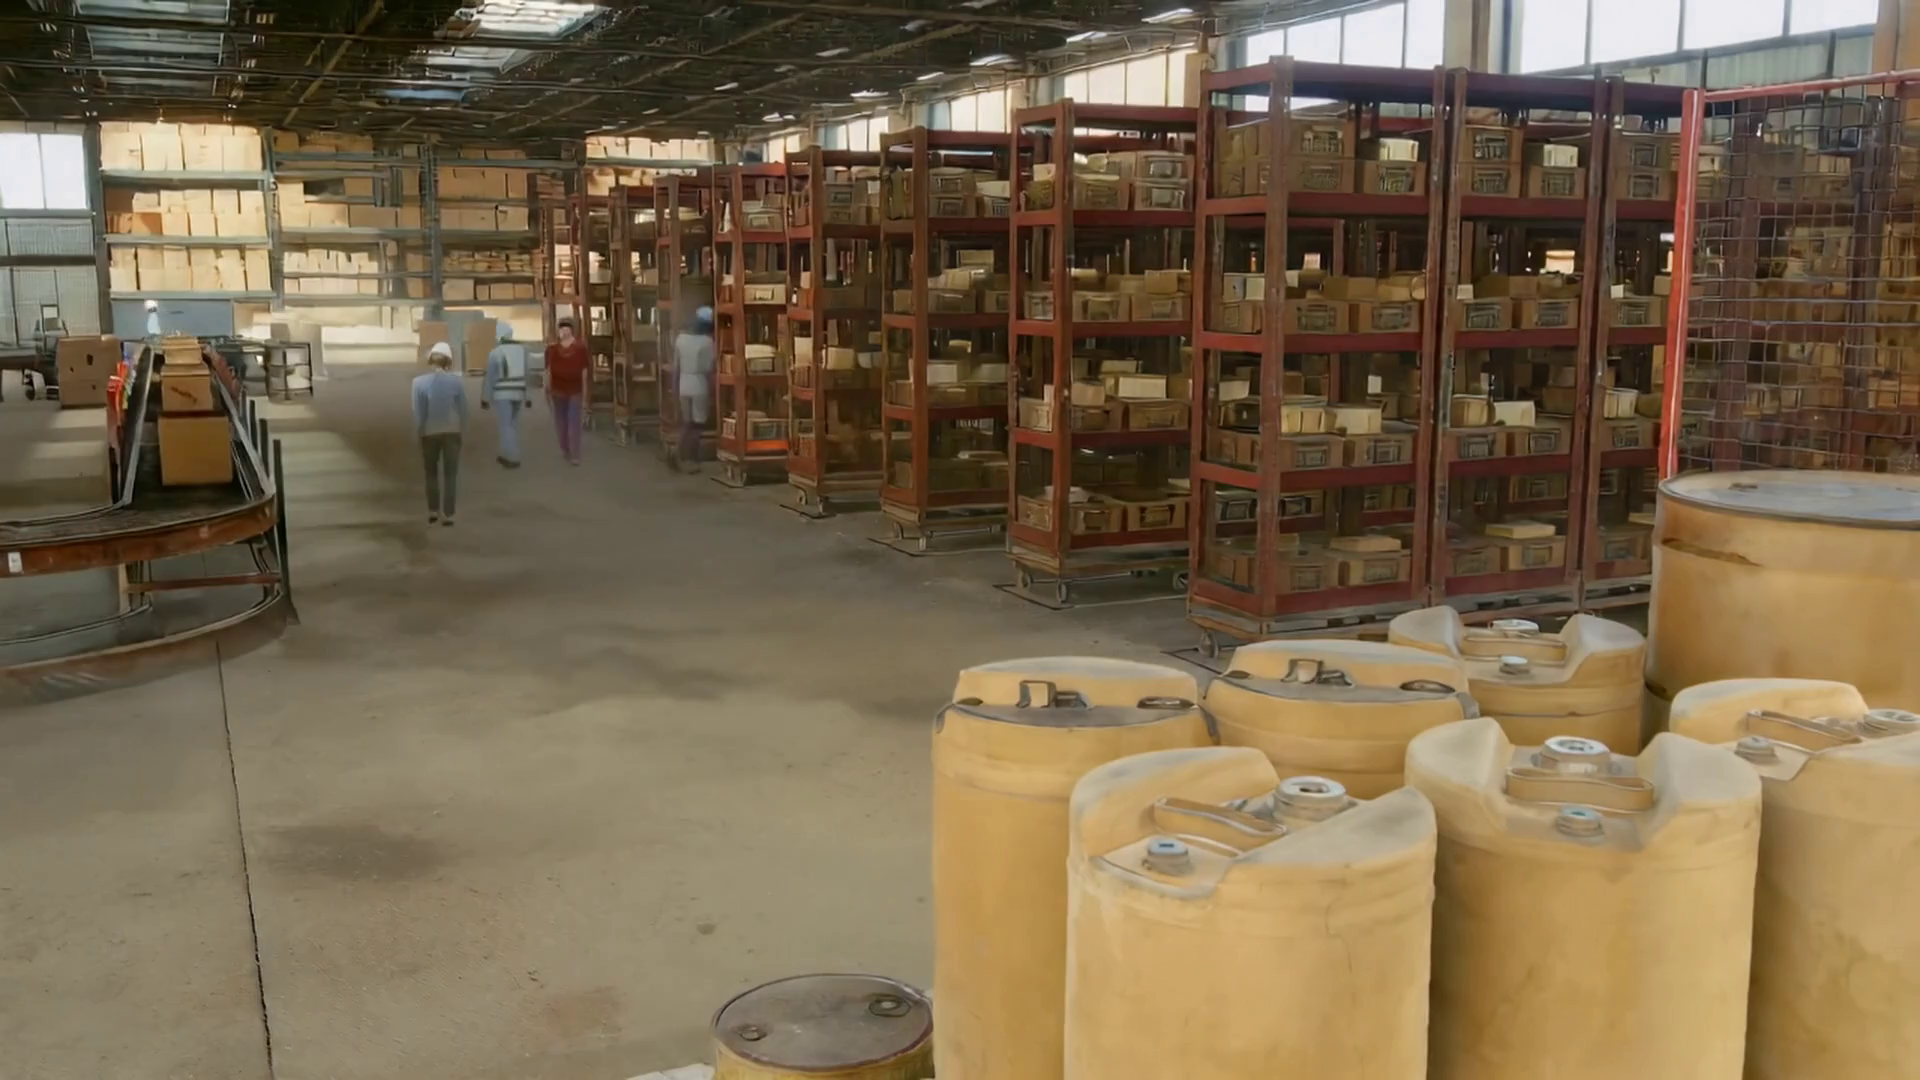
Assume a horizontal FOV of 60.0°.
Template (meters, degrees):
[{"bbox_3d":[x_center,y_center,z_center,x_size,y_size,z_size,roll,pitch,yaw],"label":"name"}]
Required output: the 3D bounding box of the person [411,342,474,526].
[{"bbox_3d":[-4.943,-1.020,15.911,0.560,1.739,0.700,-2,9,-15],"label":"person"}]

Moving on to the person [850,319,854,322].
[{"bbox_3d":[-3.381,-7.172,53.530,0.426,1.934,0.632,-9,13,-43],"label":"person"}]

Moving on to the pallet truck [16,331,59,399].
[{"bbox_3d":[-17.082,-3.353,31.781,1.630,1.274,0.653,-4,10,-25],"label":"pallet truck"}]

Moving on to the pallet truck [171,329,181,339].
[{"bbox_3d":[-17.275,-3.851,35.096,1.601,1.201,0.680,0,9,1],"label":"pallet truck"}]

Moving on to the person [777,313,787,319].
[{"bbox_3d":[-4.421,-5.239,42.472,0.518,1.627,0.435,2,9,14],"label":"person"}]

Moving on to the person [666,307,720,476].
[{"bbox_3d":[-3.100,-1.741,19.628,0.674,1.995,0.563,6,11,34],"label":"person"}]

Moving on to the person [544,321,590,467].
[{"bbox_3d":[-4.920,-1.849,20.865,0.579,1.819,0.772,-2,9,-13],"label":"person"}]

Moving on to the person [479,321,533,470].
[{"bbox_3d":[-5.616,-1.769,20.373,0.757,1.804,0.601,6,11,34],"label":"person"}]

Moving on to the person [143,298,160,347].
[{"bbox_3d":[-20.184,-5.146,41.477,0.449,1.751,0.546,-6,11,-31],"label":"person"}]
